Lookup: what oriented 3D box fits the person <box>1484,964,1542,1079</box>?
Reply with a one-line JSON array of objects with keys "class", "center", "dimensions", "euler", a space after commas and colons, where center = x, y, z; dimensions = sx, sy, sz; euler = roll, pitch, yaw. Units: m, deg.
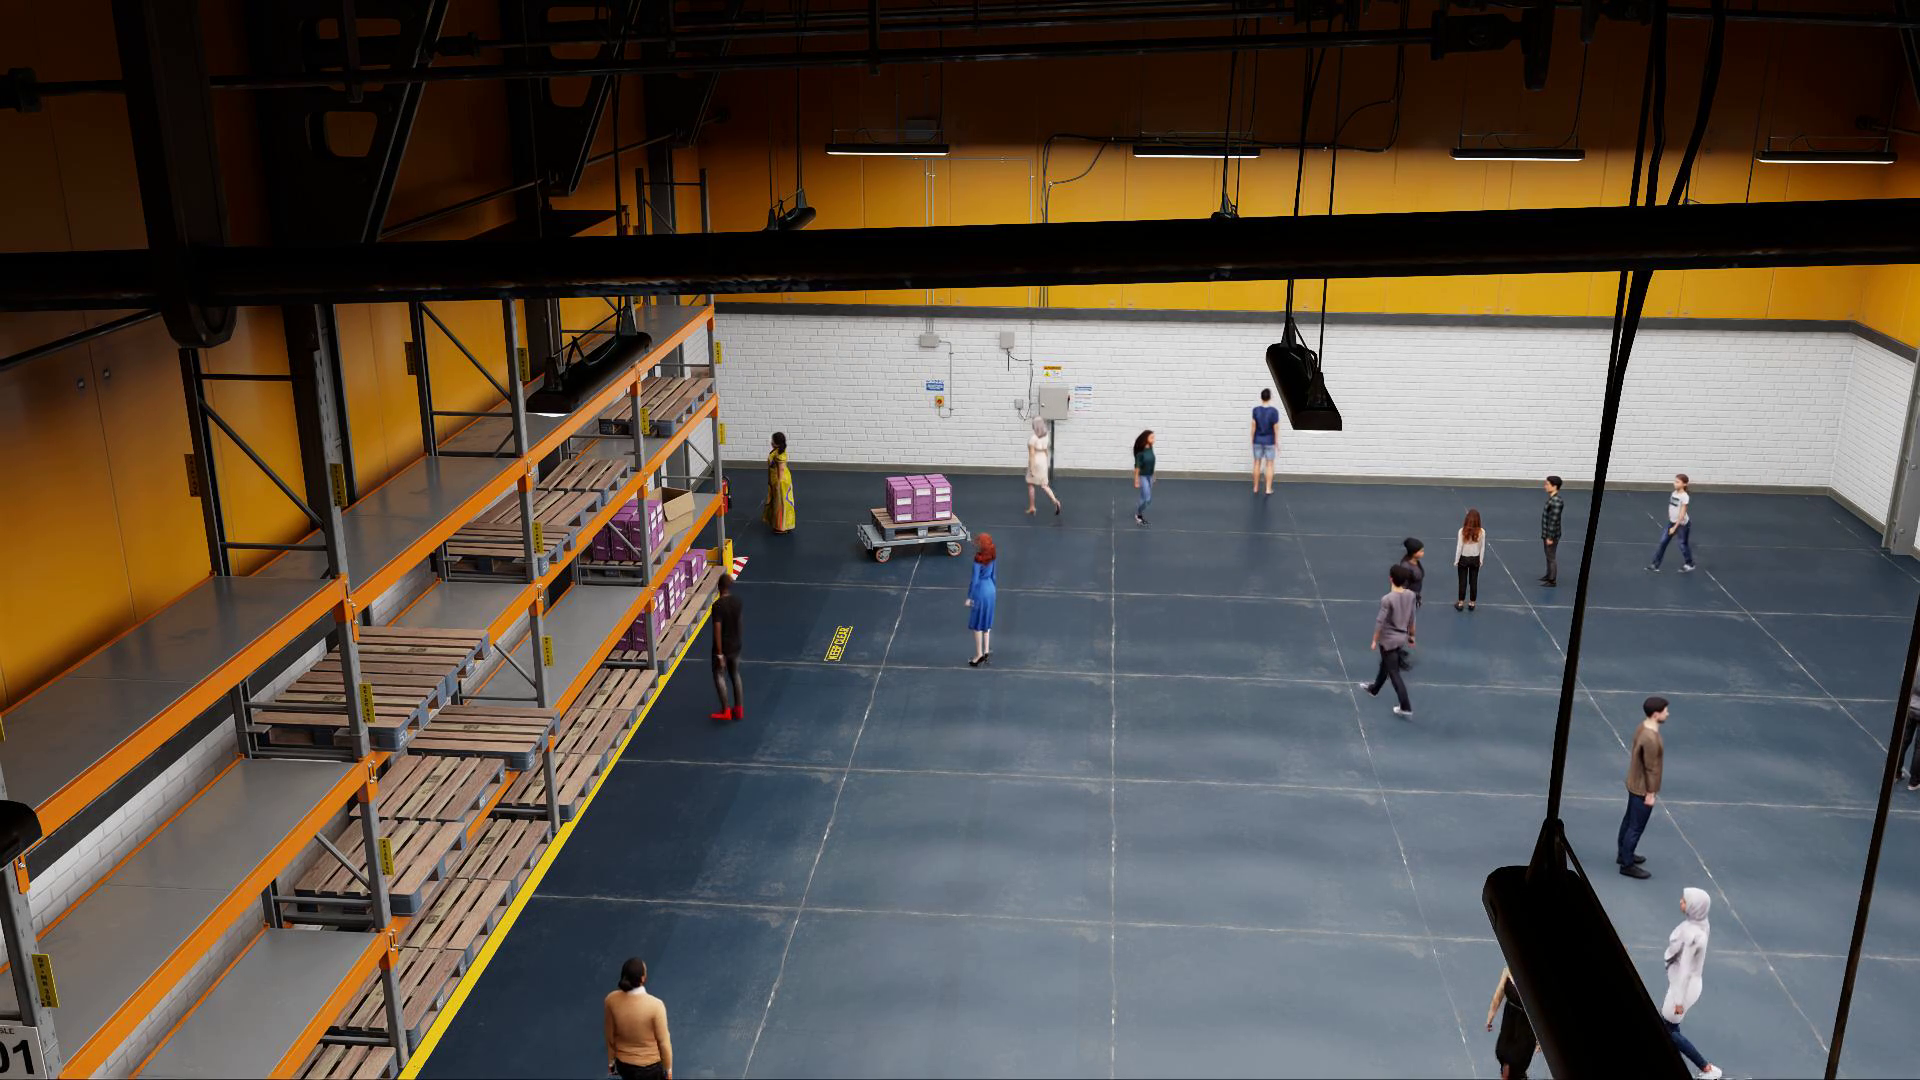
[{"class": "person", "center": [4.412, 3.767, 12.896], "dimensions": [0.851, 1.608, 0.817], "euler": [-9, 21, -25]}]

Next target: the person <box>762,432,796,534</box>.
[{"class": "person", "center": [-2.904, -0.949, 26.819], "dimensions": [1.001, 1.660, 0.834], "euler": [-4, 19, -10]}]

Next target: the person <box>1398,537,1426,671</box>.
[{"class": "person", "center": [5.779, 0.794, 21.502], "dimensions": [0.946, 1.749, 0.832], "euler": [13, 23, 34]}]

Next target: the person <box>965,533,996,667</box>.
[{"class": "person", "center": [0.284, 0.766, 21.466], "dimensions": [0.800, 1.825, 0.699], "euler": [17, 25, 42]}]

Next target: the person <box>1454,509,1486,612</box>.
[{"class": "person", "center": [7.178, 0.284, 23.432], "dimensions": [0.537, 1.484, 0.479], "euler": [2, 19, 5]}]

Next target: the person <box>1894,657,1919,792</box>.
[{"class": "person", "center": [10.521, 1.886, 18.244], "dimensions": [0.764, 1.760, 0.670], "euler": [-11, 21, -29]}]

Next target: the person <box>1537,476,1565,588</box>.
[{"class": "person", "center": [8.719, -0.129, 24.459], "dimensions": [0.720, 1.706, 0.509], "euler": [4, 19, 10]}]

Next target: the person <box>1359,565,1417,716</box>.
[{"class": "person", "center": [5.286, 1.244, 20.077], "dimensions": [1.143, 1.806, 1.287], "euler": [-11, 22, -30]}]

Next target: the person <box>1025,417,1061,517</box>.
[{"class": "person", "center": [1.353, -1.151, 27.334], "dimensions": [1.051, 1.713, 1.091], "euler": [-16, 24, -39]}]

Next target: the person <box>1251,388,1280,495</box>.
[{"class": "person", "center": [5.274, -1.714, 28.795], "dimensions": [0.685, 1.849, 0.647], "euler": [6, 20, 18]}]

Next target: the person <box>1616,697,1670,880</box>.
[{"class": "person", "center": [6.756, 2.420, 16.459], "dimensions": [0.735, 1.886, 0.530], "euler": [4, 19, 12]}]

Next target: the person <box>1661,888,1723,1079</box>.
[{"class": "person", "center": [5.816, 3.589, 13.183], "dimensions": [0.895, 1.762, 0.902], "euler": [12, 22, 31]}]

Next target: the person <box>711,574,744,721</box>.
[{"class": "person", "center": [-2.751, 1.314, 19.924], "dimensions": [0.889, 1.772, 0.800], "euler": [10, 21, 27]}]

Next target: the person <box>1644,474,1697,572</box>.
[{"class": "person", "center": [10.815, -0.230, 24.897], "dimensions": [0.849, 1.524, 1.046], "euler": [-5, 19, -15]}]

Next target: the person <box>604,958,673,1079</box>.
[{"class": "person", "center": [-2.393, 3.917, 12.260], "dimensions": [0.825, 1.729, 1.161], "euler": [6, 19, 17]}]

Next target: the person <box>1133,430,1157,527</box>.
[{"class": "person", "center": [2.951, -1.016, 27.104], "dimensions": [0.721, 1.605, 0.787], "euler": [-18, 25, -42]}]
